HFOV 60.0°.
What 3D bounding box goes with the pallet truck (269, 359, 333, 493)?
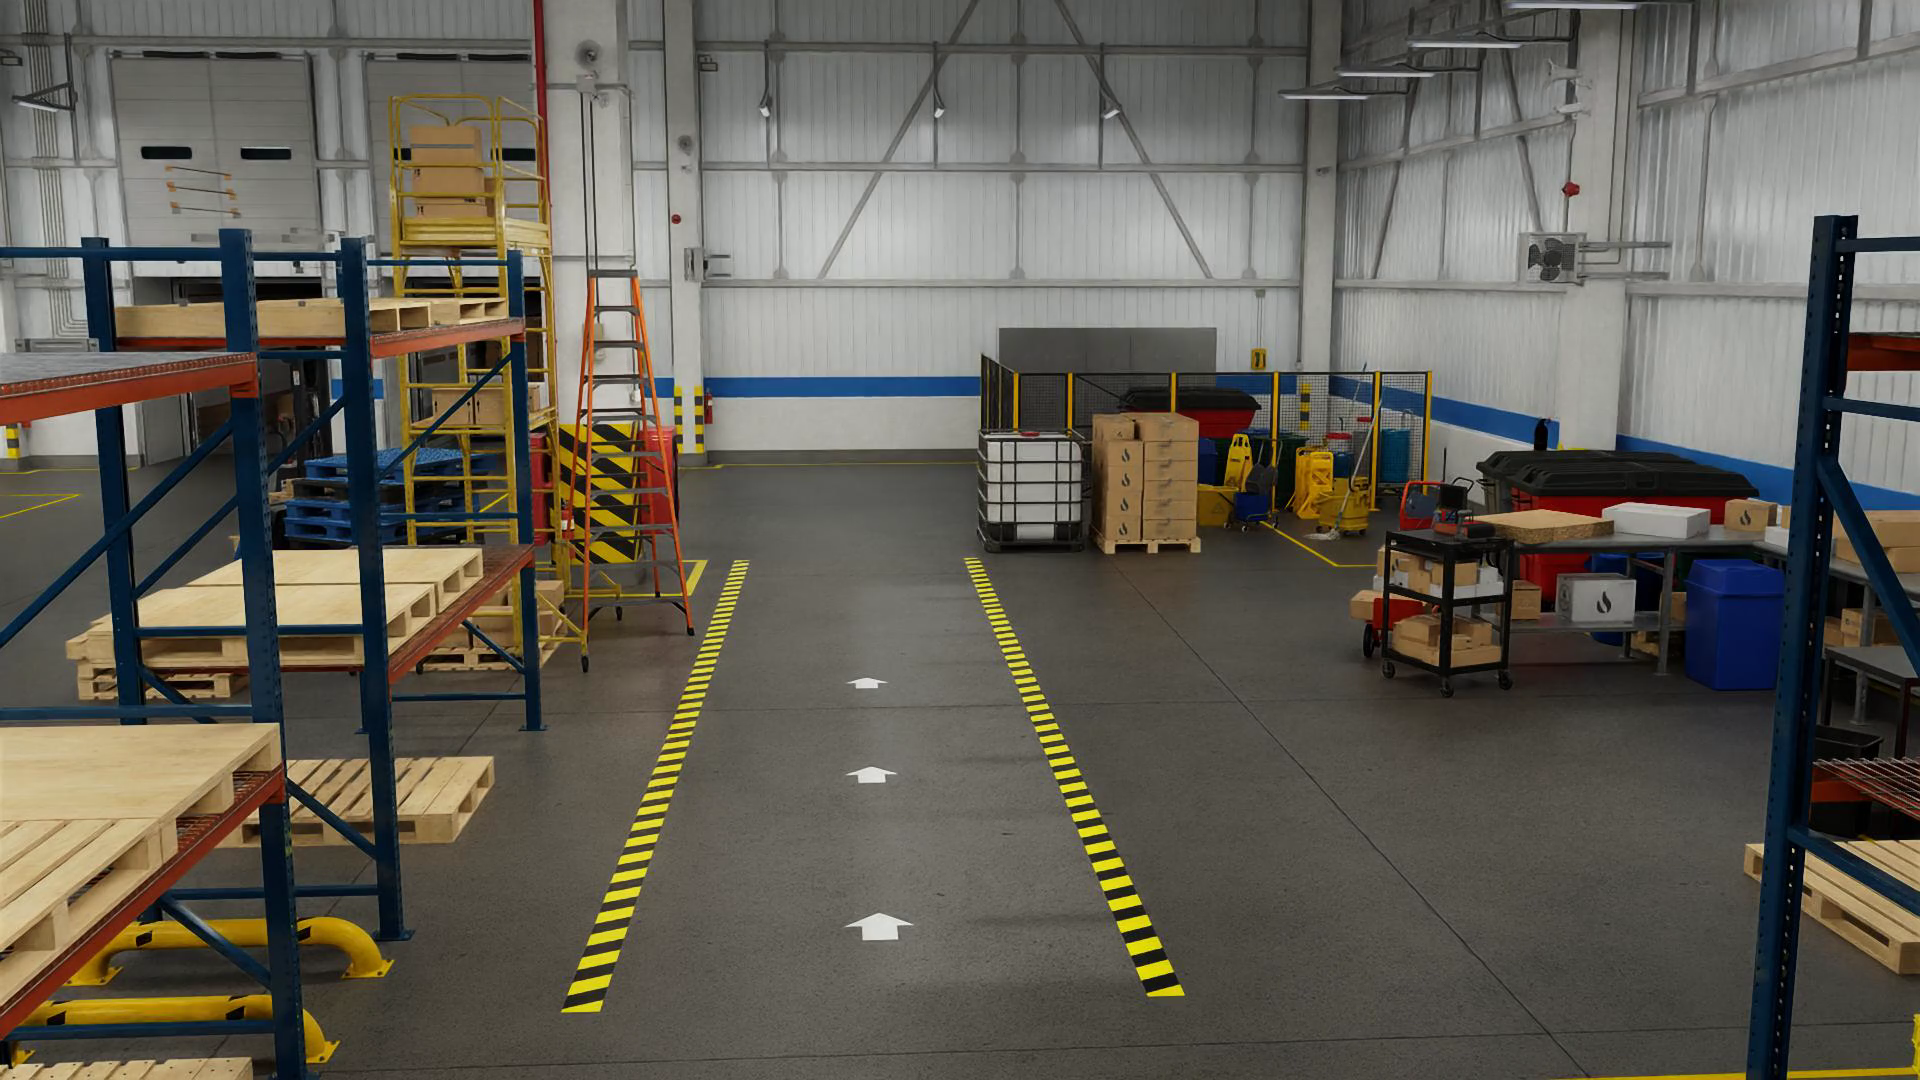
[{"bbox_3d":[-7.062,-1.131,18.996,1.885,1.965,0.823,2,9,13],"label":"pallet truck"}]
